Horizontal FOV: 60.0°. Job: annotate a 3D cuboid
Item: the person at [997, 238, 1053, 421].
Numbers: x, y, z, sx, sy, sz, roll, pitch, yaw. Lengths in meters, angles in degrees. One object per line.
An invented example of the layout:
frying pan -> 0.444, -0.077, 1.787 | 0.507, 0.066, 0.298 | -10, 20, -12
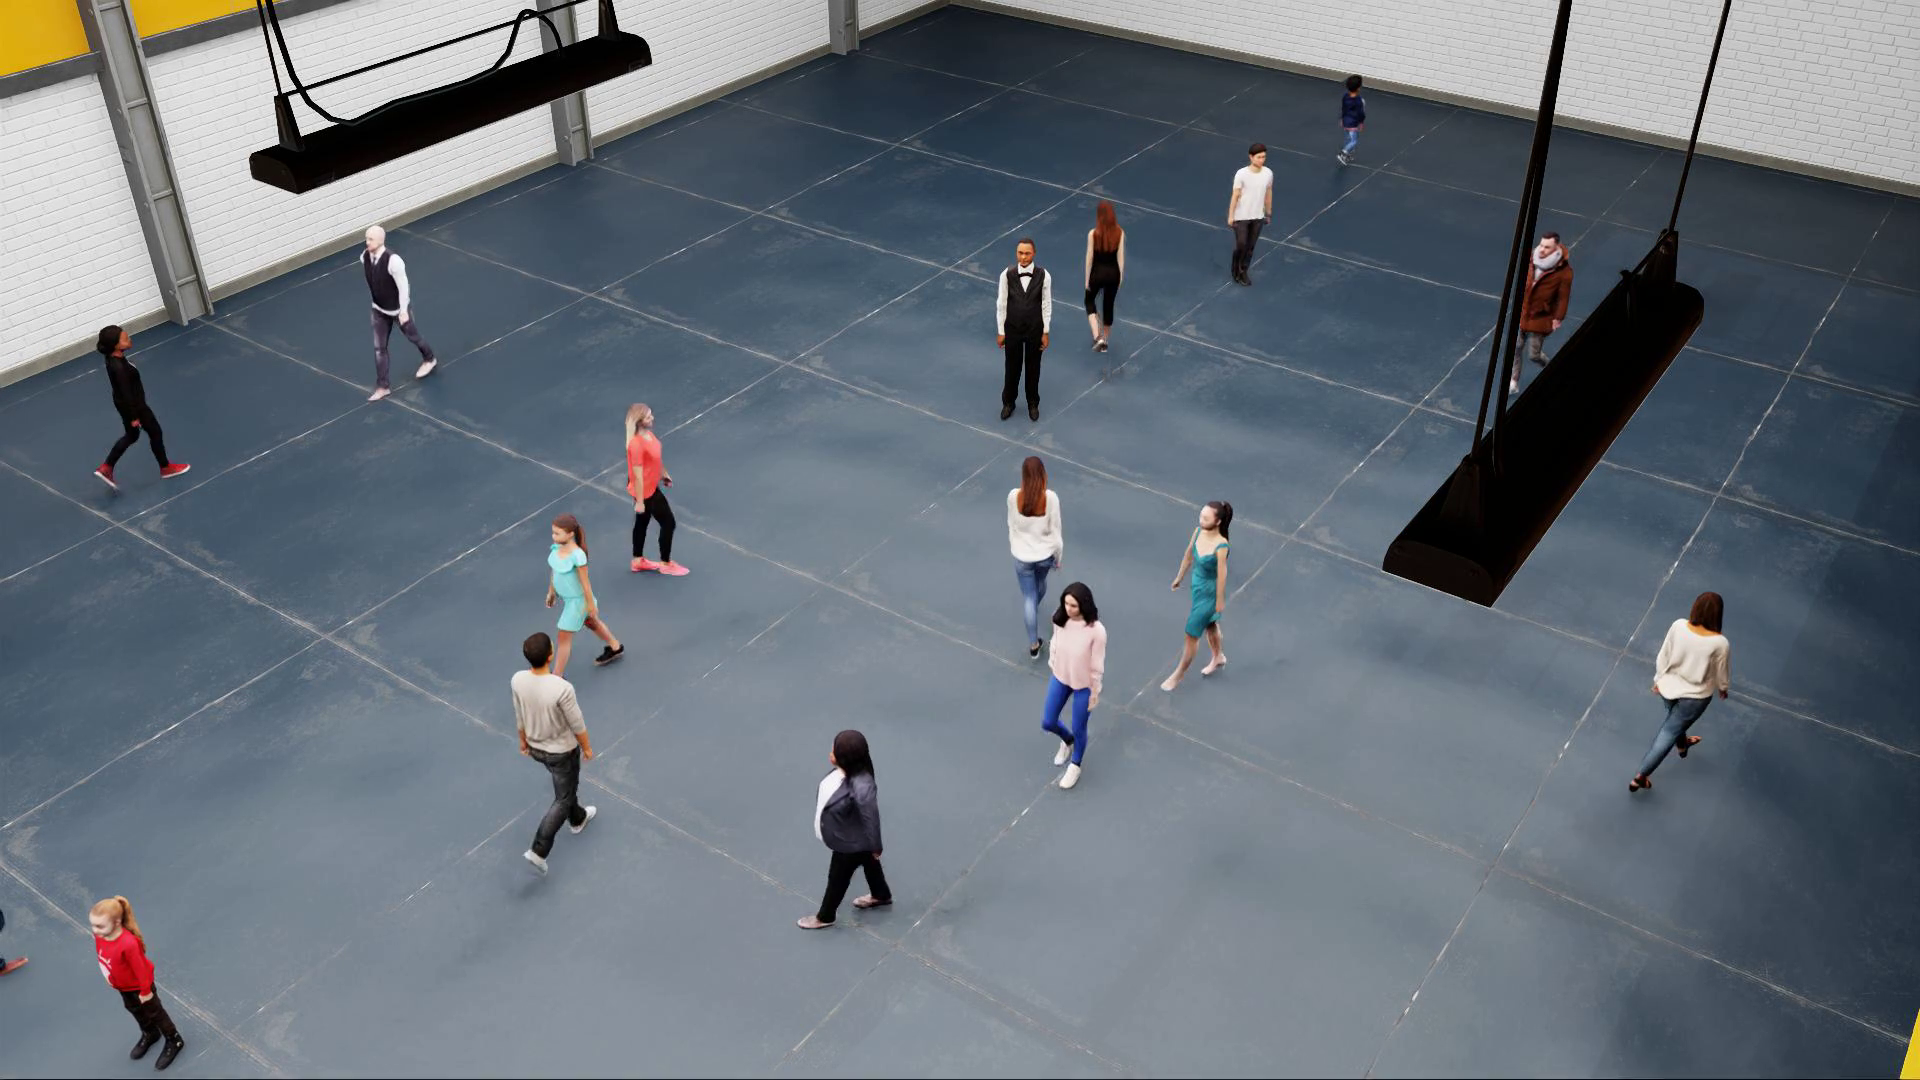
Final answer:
person -> 0.640, -2.109, 16.553 | 0.782, 1.918, 0.775 | 2, 34, 3

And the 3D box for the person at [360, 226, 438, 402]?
person -> -5.765, -2.382, 17.095 | 0.875, 1.772, 1.278 | 14, 36, 20

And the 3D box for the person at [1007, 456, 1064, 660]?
person -> 0.604, 0.187, 13.362 | 0.978, 1.627, 1.182 | 5, 34, 7

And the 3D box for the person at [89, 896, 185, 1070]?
person -> -4.975, 2.634, 9.993 | 0.513, 1.282, 0.523 | 15, 36, 21

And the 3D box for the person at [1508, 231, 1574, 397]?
person -> 5.899, -2.312, 16.945 | 0.921, 1.822, 0.809 | -27, 42, -34

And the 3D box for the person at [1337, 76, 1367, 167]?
person -> 5.296, -5.678, 22.555 | 0.738, 1.218, 0.644 | -23, 40, -30

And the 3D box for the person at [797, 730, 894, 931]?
person -> -0.618, 1.878, 10.870 | 1.045, 1.569, 0.973 | -7, 34, -11

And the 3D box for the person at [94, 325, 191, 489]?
person -> -7.777, -1.213, 15.446 | 1.108, 1.651, 0.785 | -25, 41, -33

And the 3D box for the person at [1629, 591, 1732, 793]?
person -> 5.145, 1.136, 11.923 | 1.157, 1.638, 0.872 | -20, 39, -28

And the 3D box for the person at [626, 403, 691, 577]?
person -> -2.778, -0.413, 14.221 | 0.884, 1.675, 0.826 | -5, 34, -8

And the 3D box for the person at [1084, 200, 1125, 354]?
person -> 1.548, -2.750, 17.702 | 0.816, 1.713, 0.890 | -3, 34, -5

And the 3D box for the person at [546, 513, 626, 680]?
person -> -2.964, 0.431, 13.094 | 1.120, 1.518, 0.779 | -22, 40, -30

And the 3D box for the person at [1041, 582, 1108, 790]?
person -> 0.880, 1.005, 12.012 | 0.630, 1.759, 0.635 | 21, 39, 29

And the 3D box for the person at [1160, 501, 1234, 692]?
person -> 1.993, 0.402, 13.008 | 0.957, 1.661, 0.831 | -12, 36, -18

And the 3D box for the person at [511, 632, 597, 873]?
person -> -2.815, 1.461, 11.301 | 0.846, 1.786, 1.132 | 13, 36, 18

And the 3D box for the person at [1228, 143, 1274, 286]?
person -> 3.328, -3.811, 19.296 | 0.743, 1.715, 0.820 | -8, 34, -12
